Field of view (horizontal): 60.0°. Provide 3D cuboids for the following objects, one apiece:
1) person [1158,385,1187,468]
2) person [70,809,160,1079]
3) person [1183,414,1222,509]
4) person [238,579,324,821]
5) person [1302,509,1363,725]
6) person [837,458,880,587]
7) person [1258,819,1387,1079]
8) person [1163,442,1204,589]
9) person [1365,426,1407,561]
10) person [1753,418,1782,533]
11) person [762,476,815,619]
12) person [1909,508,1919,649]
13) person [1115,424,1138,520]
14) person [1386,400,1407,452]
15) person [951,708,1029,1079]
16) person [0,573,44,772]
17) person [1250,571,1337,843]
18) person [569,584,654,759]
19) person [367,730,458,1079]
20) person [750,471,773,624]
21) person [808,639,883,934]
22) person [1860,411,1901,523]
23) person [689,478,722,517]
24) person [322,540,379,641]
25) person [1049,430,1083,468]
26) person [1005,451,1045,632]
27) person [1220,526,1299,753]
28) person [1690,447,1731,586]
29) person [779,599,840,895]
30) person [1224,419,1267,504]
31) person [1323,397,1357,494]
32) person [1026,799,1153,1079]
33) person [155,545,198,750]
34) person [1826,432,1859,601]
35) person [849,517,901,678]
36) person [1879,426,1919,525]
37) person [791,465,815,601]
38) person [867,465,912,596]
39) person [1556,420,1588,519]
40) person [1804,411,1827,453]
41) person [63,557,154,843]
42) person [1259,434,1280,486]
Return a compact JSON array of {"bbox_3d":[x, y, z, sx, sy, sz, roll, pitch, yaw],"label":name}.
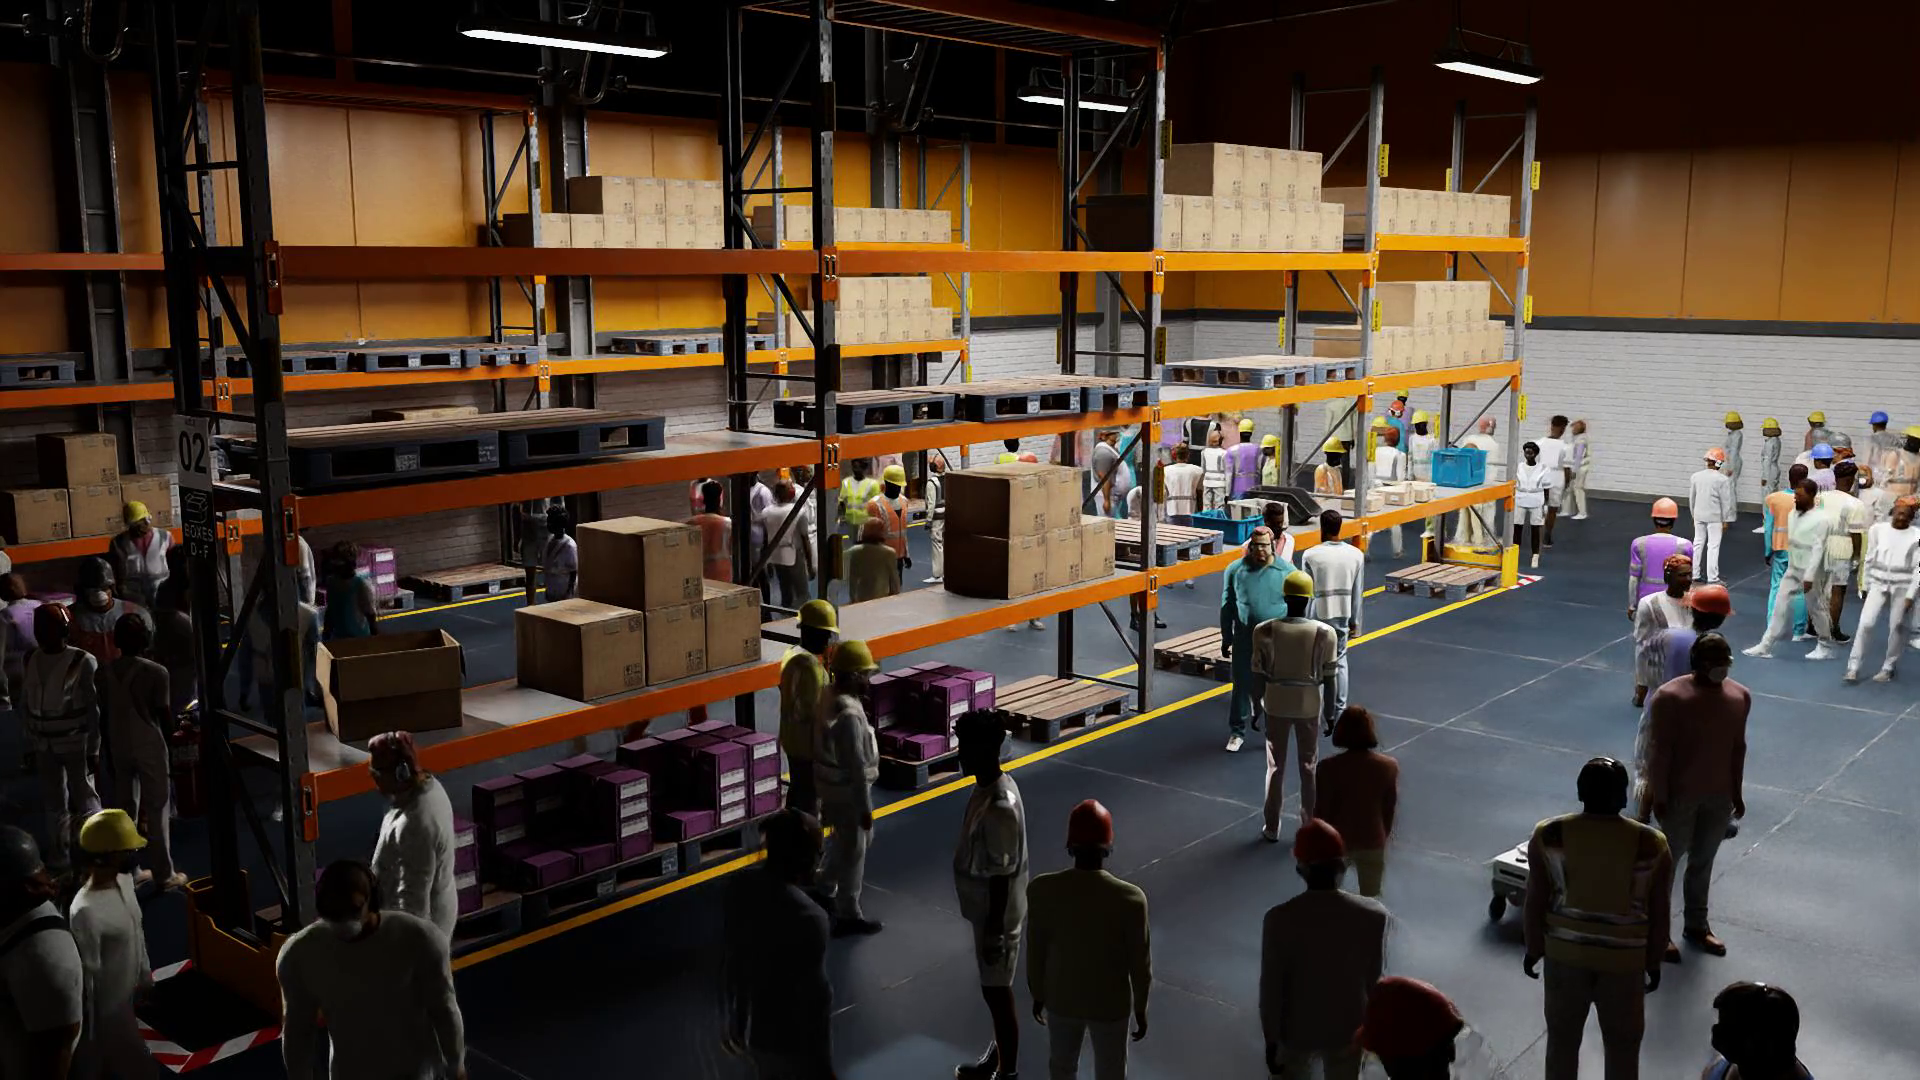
[{"bbox_3d":[3.596,-1.626,27.992,0.627,2.040,0.385,9,13,42],"label":"person"},{"bbox_3d":[-3.782,2.002,7.243,0.834,1.733,0.532,-2,10,-11],"label":"person"},{"bbox_3d":[3.699,-1.187,25.410,0.619,2.029,0.410,5,11,26],"label":"person"},{"bbox_3d":[-5.039,1.060,12.433,0.573,1.875,0.919,1,10,6],"label":"person"},{"bbox_3d":[3.244,0.684,14.606,0.599,1.909,0.402,-3,10,-18],"label":"person"},{"bbox_3d":[-1.283,-0.230,20.793,0.536,1.655,0.824,5,11,25],"label":"person"},{"bbox_3d":[1.529,2.027,7.158,0.586,1.705,0.887,-1,10,-5],"label":"person"},{"bbox_3d":[2.739,-0.296,20.670,0.560,1.836,0.393,0,10,0],"label":"person"},{"bbox_3d":[5.782,-0.628,22.622,0.896,1.858,0.581,-9,13,-44],"label":"person"},{"bbox_3d":[12.136,-0.970,24.982,0.320,1.738,0.484,8,12,40],"label":"person"},{"bbox_3d":[-1.801,0.244,17.445,0.616,1.829,0.657,6,11,32],"label":"person"},{"bbox_3d":[10.344,0.221,17.467,0.660,1.880,0.425,-3,10,-18],"label":"person"},{"bbox_3d":[2.555,-1.139,25.751,0.564,1.814,0.401,-7,12,-36],"label":"person"},{"bbox_3d":[7.295,-1.465,27.884,0.341,1.749,0.572,-3,10,-19],"label":"person"},{"bbox_3d":[0.141,1.762,8.019,0.373,1.957,0.606,-1,10,-4],"label":"person"},{"bbox_3d":[-7.442,1.050,13.247,0.397,1.612,0.574,3,10,16],"label":"person"},{"bbox_3d":[2.331,1.167,11.657,0.594,1.924,0.383,2,10,11],"label":"person"},{"bbox_3d":[-2.892,0.922,13.581,0.553,1.779,0.978,9,13,43],"label":"person"},{"bbox_3d":[-2.598,1.816,7.926,0.395,1.885,0.663,-2,10,-14],"label":"person"},{"bbox_3d":[-2.338,-0.011,18.703,0.388,1.930,0.547,-8,12,-38],"label":"person"},{"bbox_3d":[-0.683,1.490,10.031,0.406,1.819,0.607,-1,10,-8],"label":"person"},{"bbox_3d":[13.320,-0.888,23.976,0.639,1.914,0.756,-3,10,-17],"label":"person"},{"bbox_3d":[-3.137,-0.191,20.482,0.541,1.686,0.325,6,11,33],"label":"person"},{"bbox_3d":[-4.996,0.872,13.781,0.514,1.815,0.882,6,11,32],"label":"person"},{"bbox_3d":[1.766,-1.300,27.020,0.519,1.724,0.879,-8,12,-40],"label":"person"},{"bbox_3d":[0.734,0.015,18.331,0.612,1.996,0.388,-2,10,-13],"label":"person"},{"bbox_3d":[2.477,0.826,13.752,0.654,1.906,0.407,2,10,10],"label":"person"},{"bbox_3d":[9.439,-0.296,20.906,0.325,1.752,0.559,-5,11,-27],"label":"person"},{"bbox_3d":[-0.965,1.326,10.743,0.398,1.914,0.589,-4,10,-20],"label":"person"},{"bbox_3d":[3.895,-0.689,22.733,0.584,1.928,0.374,-2,10,-10],"label":"person"},{"bbox_3d":[6.648,-1.786,29.140,0.633,1.982,0.436,-3,10,-15],"label":"person"},{"bbox_3d":[0.567,1.986,7.272,0.565,1.754,0.327,3,10,18],"label":"person"},{"bbox_3d":[-6.206,0.945,13.261,0.346,1.836,0.503,-8,13,-41],"label":"person"},{"bbox_3d":[10.491,-0.291,20.021,0.536,2.000,0.688,5,11,25],"label":"person"},{"bbox_3d":[-0.813,0.580,16.099,0.499,1.619,0.432,5,11,25],"label":"person"},{"bbox_3d":[12.643,-0.570,22.153,0.621,1.883,0.827,-3,10,-20],"label":"person"},{"bbox_3d":[-1.788,0.020,18.632,0.341,1.882,0.587,-2,10,-12],"label":"person"},{"bbox_3d":[-0.733,0.148,17.761,0.379,1.920,0.586,7,12,38],"label":"person"},{"bbox_3d":[9.658,-1.098,26.140,0.568,1.594,0.574,0,10,0],"label":"person"},{"bbox_3d":[13.193,-1.114,25.754,0.331,1.768,0.527,6,11,32],"label":"person"},{"bbox_3d":[-5.947,1.120,11.599,0.684,2.000,0.538,-6,11,-34],"label":"person"},{"bbox_3d":[4.171,-0.542,22.373,0.344,1.759,0.534,0,10,-2],"label":"person"}]
